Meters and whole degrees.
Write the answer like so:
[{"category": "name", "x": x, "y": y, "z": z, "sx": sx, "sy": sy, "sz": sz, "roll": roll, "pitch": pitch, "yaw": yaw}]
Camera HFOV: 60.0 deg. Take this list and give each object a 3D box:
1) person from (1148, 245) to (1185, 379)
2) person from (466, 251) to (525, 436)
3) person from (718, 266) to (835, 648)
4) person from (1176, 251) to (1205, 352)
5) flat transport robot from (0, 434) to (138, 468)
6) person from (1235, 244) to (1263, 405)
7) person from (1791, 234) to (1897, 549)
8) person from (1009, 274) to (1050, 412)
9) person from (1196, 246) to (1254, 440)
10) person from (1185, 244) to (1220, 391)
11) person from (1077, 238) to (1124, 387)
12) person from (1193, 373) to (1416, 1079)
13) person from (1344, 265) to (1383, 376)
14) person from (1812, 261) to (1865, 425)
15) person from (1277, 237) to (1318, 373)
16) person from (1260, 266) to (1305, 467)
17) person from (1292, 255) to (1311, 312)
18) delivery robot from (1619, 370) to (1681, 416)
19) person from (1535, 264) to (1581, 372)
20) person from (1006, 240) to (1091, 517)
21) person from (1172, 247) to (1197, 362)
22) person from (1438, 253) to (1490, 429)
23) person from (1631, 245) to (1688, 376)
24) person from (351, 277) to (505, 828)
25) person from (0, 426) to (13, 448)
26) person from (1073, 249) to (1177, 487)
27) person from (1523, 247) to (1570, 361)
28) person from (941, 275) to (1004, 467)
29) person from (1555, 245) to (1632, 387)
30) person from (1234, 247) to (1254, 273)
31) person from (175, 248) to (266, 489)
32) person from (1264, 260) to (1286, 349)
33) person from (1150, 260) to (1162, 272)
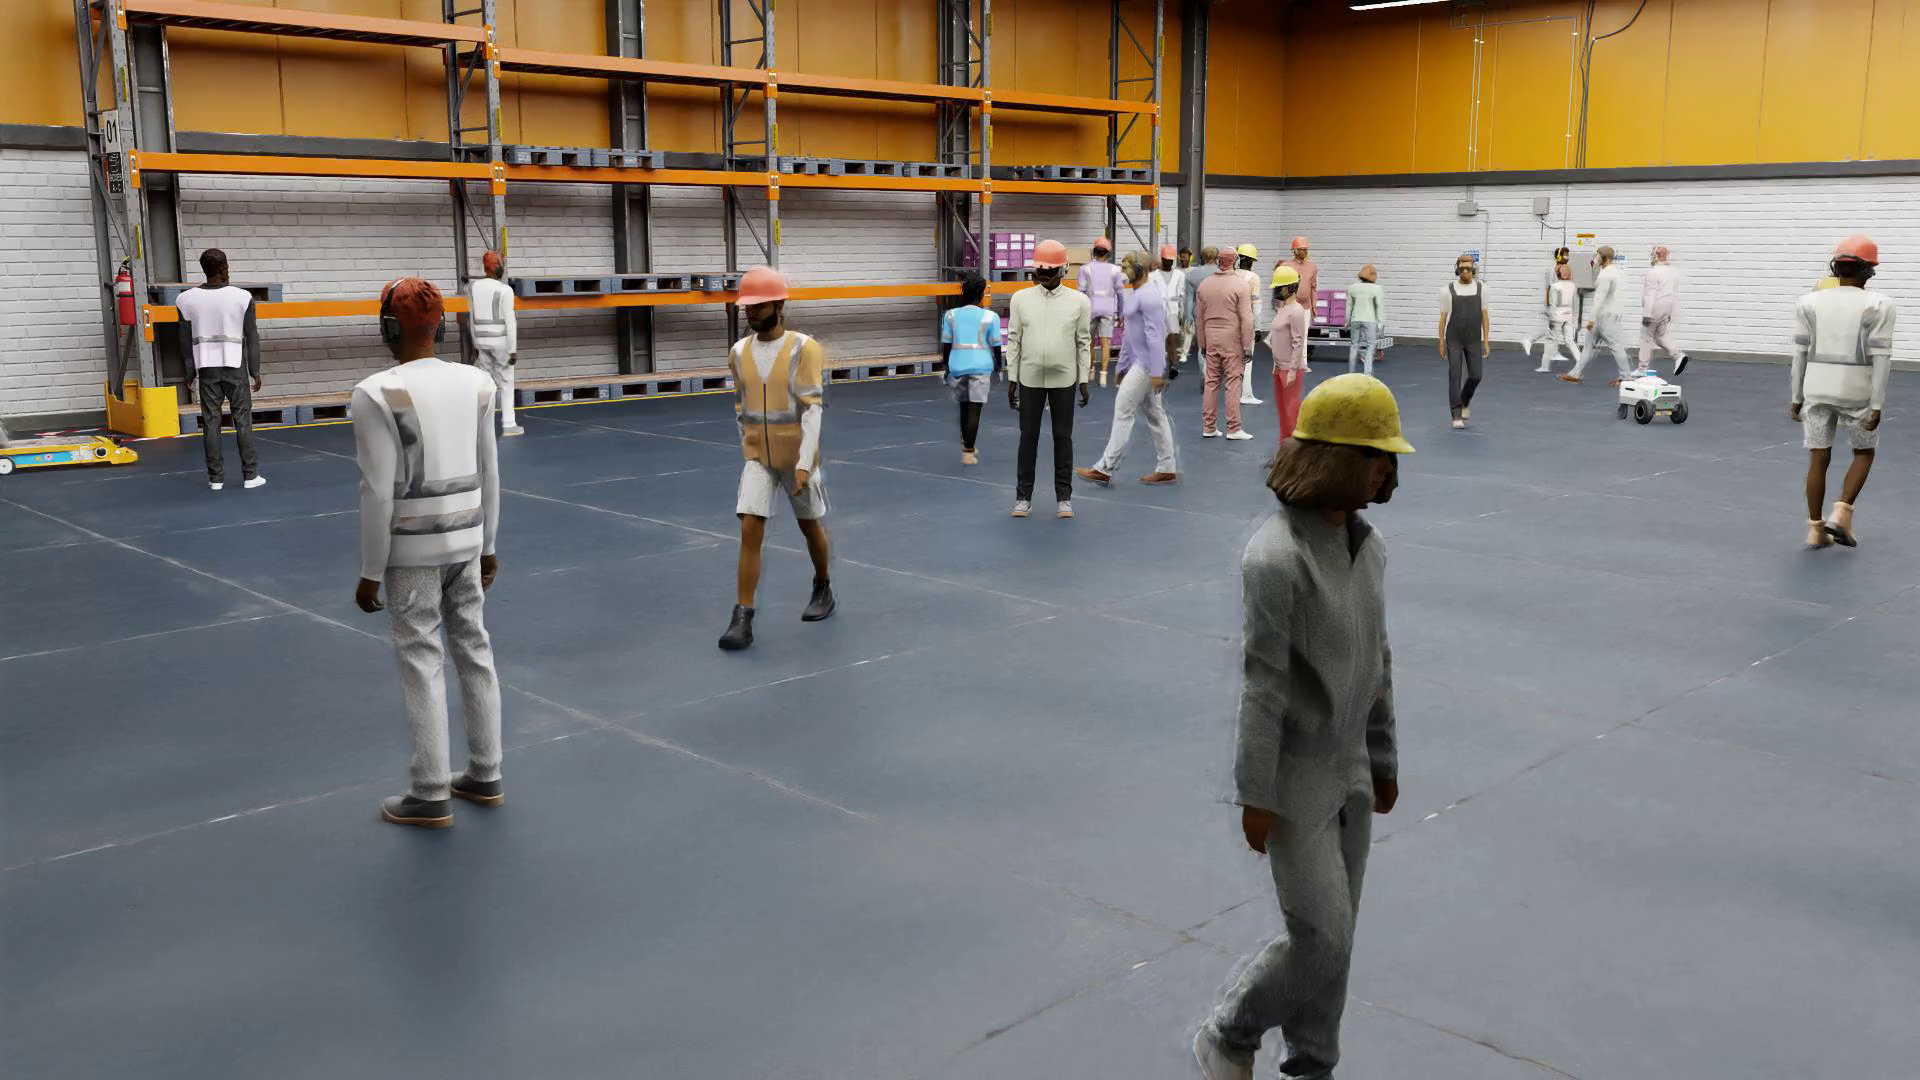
[{"category": "person", "x": 2.905, "y": -3.223, "z": 23.583, "sx": 0.561, "sy": 1.871, "sz": 1.040, "roll": 0, "pitch": 10, "yaw": -1}, {"category": "person", "x": -4.686, "y": -1.947, "z": 16.616, "sx": 0.593, "sy": 1.872, "sz": 0.689, "roll": 5, "pitch": 11, "yaw": 24}, {"category": "person", "x": -0.912, "y": -0.441, "z": 8.425, "sx": 0.545, "sy": 1.881, "sz": 1.042, "roll": 3, "pitch": 11, "yaw": 18}, {"category": "person", "x": 4.181, "y": -4.121, "z": 28.709, "sx": 0.681, "sy": 1.798, "sz": 0.679, "roll": -5, "pitch": 12, "yaw": -25}, {"category": "flat transport robot", "x": -8.012, "y": -0.753, "z": 14.475, "sx": 1.431, "sy": 0.197, "sz": 0.652, "roll": -8, "pitch": 13, "yaw": -36}, {"category": "person", "x": 3.397, "y": -2.585, "z": 19.973, "sx": 0.374, "sy": 1.920, "sz": 0.585, "roll": -8, "pitch": 13, "yaw": -38}, {"category": "person", "x": 5.645, "y": -0.932, "z": 10.672, "sx": 0.610, "sy": 2.031, "sz": 0.415, "roll": 10, "pitch": 14, "yaw": 44}, {"category": "person", "x": 0.904, "y": -2.264, "z": 18.910, "sx": 0.555, "sy": 1.650, "sz": 0.850, "roll": 7, "pitch": 13, "yaw": 35}, {"category": "person", "x": 2.656, "y": -1.945, "z": 16.506, "sx": 0.409, "sy": 1.911, "sz": 0.650, "roll": -10, "pitch": 14, "yaw": -42}, {"category": "person", "x": 3.214, "y": -2.857, "z": 21.508, "sx": 0.638, "sy": 1.913, "sz": 0.871, "roll": 3, "pitch": 11, "yaw": 17}, {"category": "person", "x": 1.892, "y": -3.088, "z": 22.545, "sx": 0.637, "sy": 1.978, "sz": 1.057, "roll": 1, "pitch": 10, "yaw": 4}, {"category": "person", "x": 0.793, "y": 0.500, "z": 3.632, "sx": 0.353, "sy": 1.728, "sz": 0.511, "roll": 9, "pitch": 14, "yaw": 41}, {"category": "person", "x": 5.544, "y": -2.976, "z": 22.952, "sx": 0.559, "sy": 1.622, "sz": 0.391, "roll": 7, "pitch": 12, "yaw": 34}, {"category": "person", "x": 9.408, "y": -2.146, "z": 17.810, "sx": 0.429, "sy": 1.838, "sz": 0.622, "roll": -4, "pitch": 11, "yaw": -22}, {"category": "person", "x": 4.974, "y": -3.457, "z": 24.512, "sx": 0.619, "sy": 1.997, "sz": 0.373, "roll": -2, "pitch": 11, "yaw": -11}, {"category": "person", "x": 2.784, "y": -1.461, "z": 14.271, "sx": 0.325, "sy": 1.764, "sz": 0.526, "roll": -1, "pitch": 10, "yaw": -6}, {"category": "person", "x": 5.760, "y": -4.008, "z": 28.088, "sx": 0.706, "sy": 1.788, "sz": 0.595, "roll": -4, "pitch": 11, "yaw": -22}, {"category": "delivery robot", "x": 7.491, "y": -1.598, "z": 18.055, "sx": 0.477, "sy": 0.478, "sz": 0.707, "roll": -2, "pitch": 10, "yaw": -10}, {"category": "person", "x": 8.836, "y": -3.227, "z": 24.326, "sx": 0.527, "sy": 1.606, "sz": 0.806, "roll": -5, "pitch": 11, "yaw": -24}, {"category": "person", "x": 0.631, "y": -1.147, "z": 11.945, "sx": 0.608, "sy": 1.988, "sz": 0.392, "roll": 1, "pitch": 10, "yaw": 6}, {"category": "person", "x": 3.645, "y": -3.808, "z": 26.876, "sx": 0.520, "sy": 1.842, "sz": 0.743, "roll": 4, "pitch": 11, "yaw": 21}, {"category": "person", "x": 5.306, "y": -2.098, "z": 17.543, "sx": 0.537, "sy": 1.834, "sz": 0.588, "roll": 1, "pitch": 10, "yaw": 6}, {"category": "person", "x": 9.981, "y": -3.250, "z": 23.697, "sx": 0.651, "sy": 1.884, "sz": 0.736, "roll": -8, "pitch": 13, "yaw": -36}, {"category": "person", "x": -1.818, "y": 0.046, "z": 5.722, "sx": 0.337, "sy": 1.882, "sz": 0.583, "roll": 6, "pitch": 12, "yaw": 31}, {"category": "person", "x": -8.259, "y": -1.391, "z": 13.825, "sx": 0.581, "sy": 1.793, "sz": 0.728, "roll": 1, "pitch": 10, "yaw": 3}, {"category": "person", "x": 1.334, "y": -1.366, "z": 13.361, "sx": 0.952, "sy": 1.896, "sz": 0.662, "roll": 0, "pitch": 10, "yaw": -2}, {"category": "person", "x": 9.581, "y": -3.844, "z": 27.070, "sx": 0.747, "sy": 1.845, "sz": 0.542, "roll": 9, "pitch": 14, "yaw": 40}, {"category": "person", "x": 0.145, "y": -1.500, "z": 14.724, "sx": 0.548, "sy": 1.661, "sz": 0.757, "roll": 4, "pitch": 11, "yaw": 20}, {"category": "person", "x": 8.568, "y": -2.979, "z": 22.222, "sx": 1.012, "sy": 1.884, "sz": 0.651, "roll": 5, "pitch": 12, "yaw": 26}, {"category": "person", "x": 4.743, "y": -4.138, "z": 28.712, "sx": 0.637, "sy": 1.826, "sz": 0.692, "roll": 2, "pitch": 11, "yaw": 11}, {"category": "person", "x": -5.897, "y": -1.356, "z": 13.284, "sx": 0.590, "sy": 1.916, "sz": 0.399, "roll": -2, "pitch": 11, "yaw": -13}, {"category": "person", "x": 5.535, "y": -4.050, "z": 28.832, "sx": 0.425, "sy": 1.602, "sz": 0.542, "roll": 0, "pitch": 10, "yaw": 2}, {"category": "person", "x": 3.143, "y": -3.712, "z": 26.946, "sx": 0.528, "sy": 1.618, "sz": 0.621, "roll": 4, "pitch": 11, "yaw": 20}]
